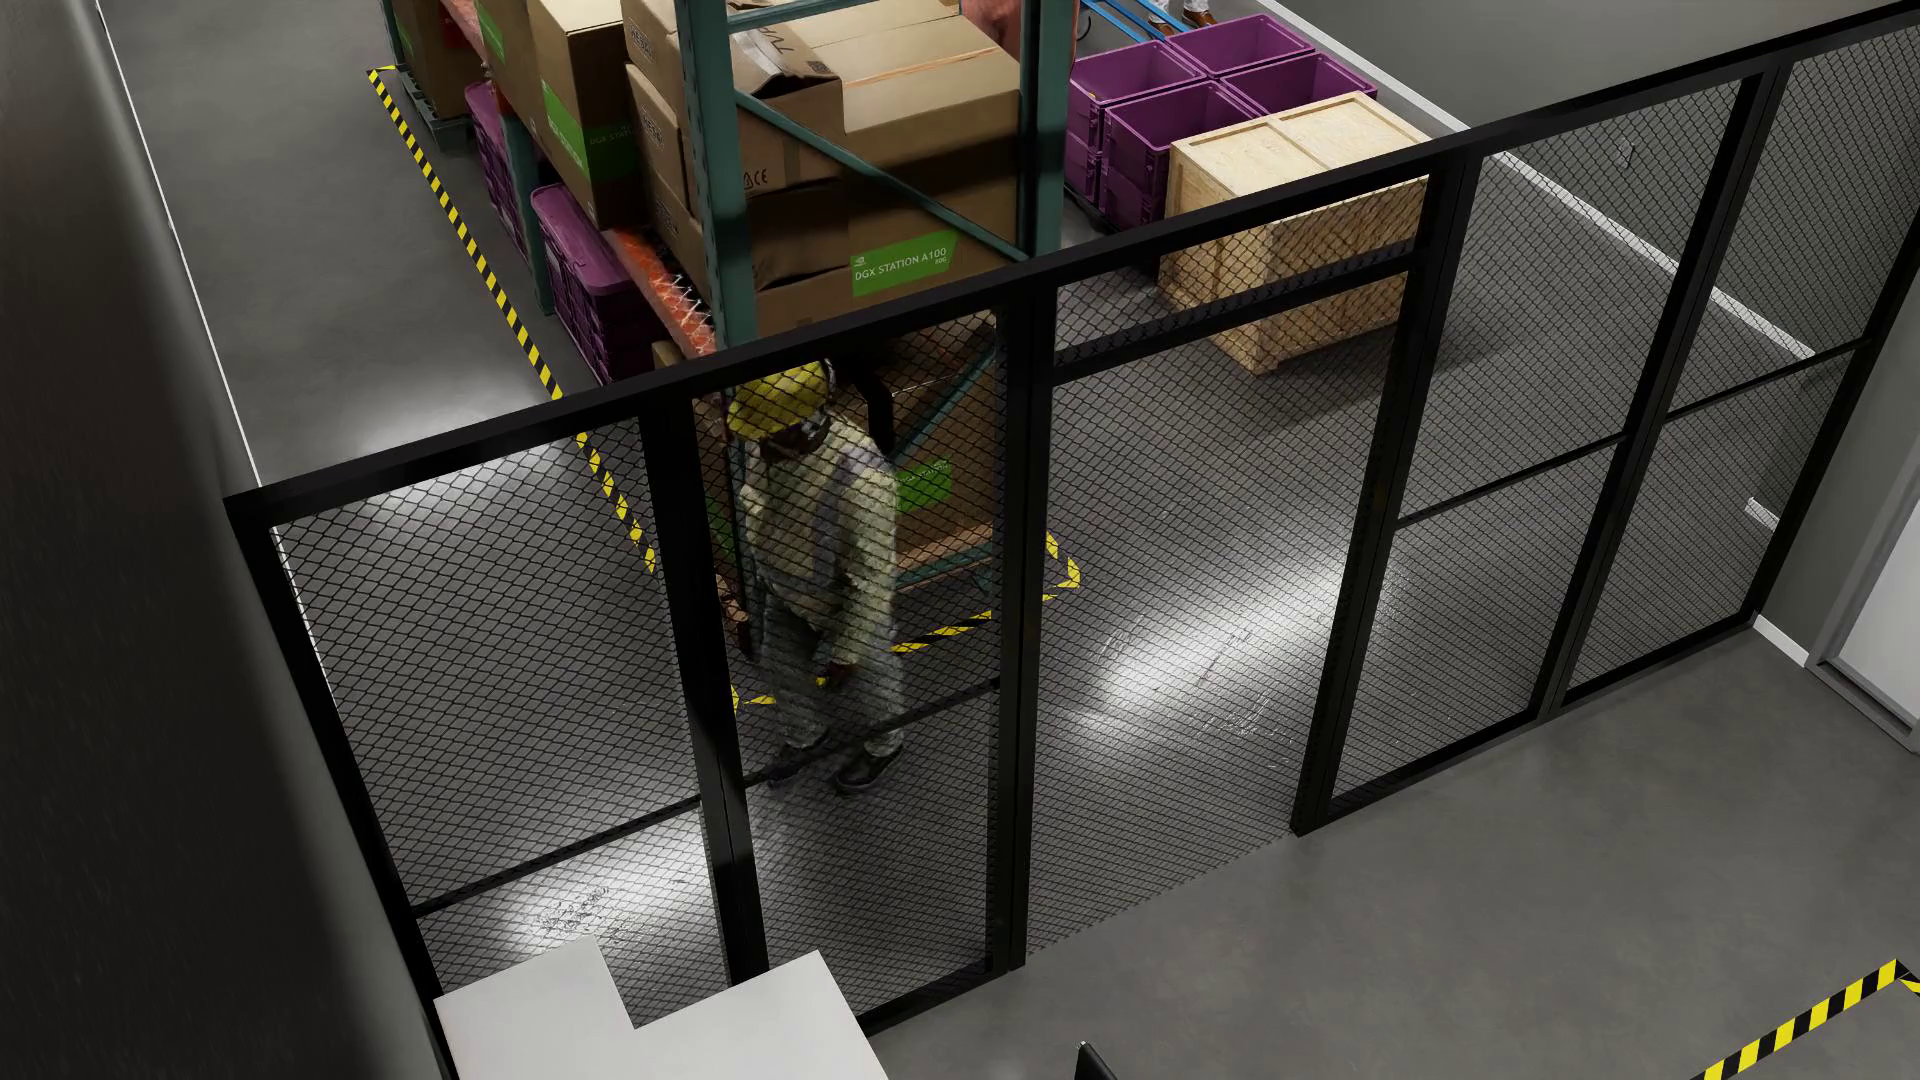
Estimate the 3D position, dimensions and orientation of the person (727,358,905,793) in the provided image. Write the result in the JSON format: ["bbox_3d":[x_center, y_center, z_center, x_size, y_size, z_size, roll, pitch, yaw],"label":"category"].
[{"bbox_3d":[-0.404,0.131,4.909,0.603,1.804,0.479,32,51,30],"label":"person"}]

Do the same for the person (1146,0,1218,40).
[{"bbox_3d":[1.282,-3.622,8.907,0.635,1.937,0.353,-22,47,-22],"label":"person"}]

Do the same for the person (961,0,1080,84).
[{"bbox_3d":[0.227,-1.808,6.882,0.609,1.995,0.375,-32,51,-30],"label":"person"}]
